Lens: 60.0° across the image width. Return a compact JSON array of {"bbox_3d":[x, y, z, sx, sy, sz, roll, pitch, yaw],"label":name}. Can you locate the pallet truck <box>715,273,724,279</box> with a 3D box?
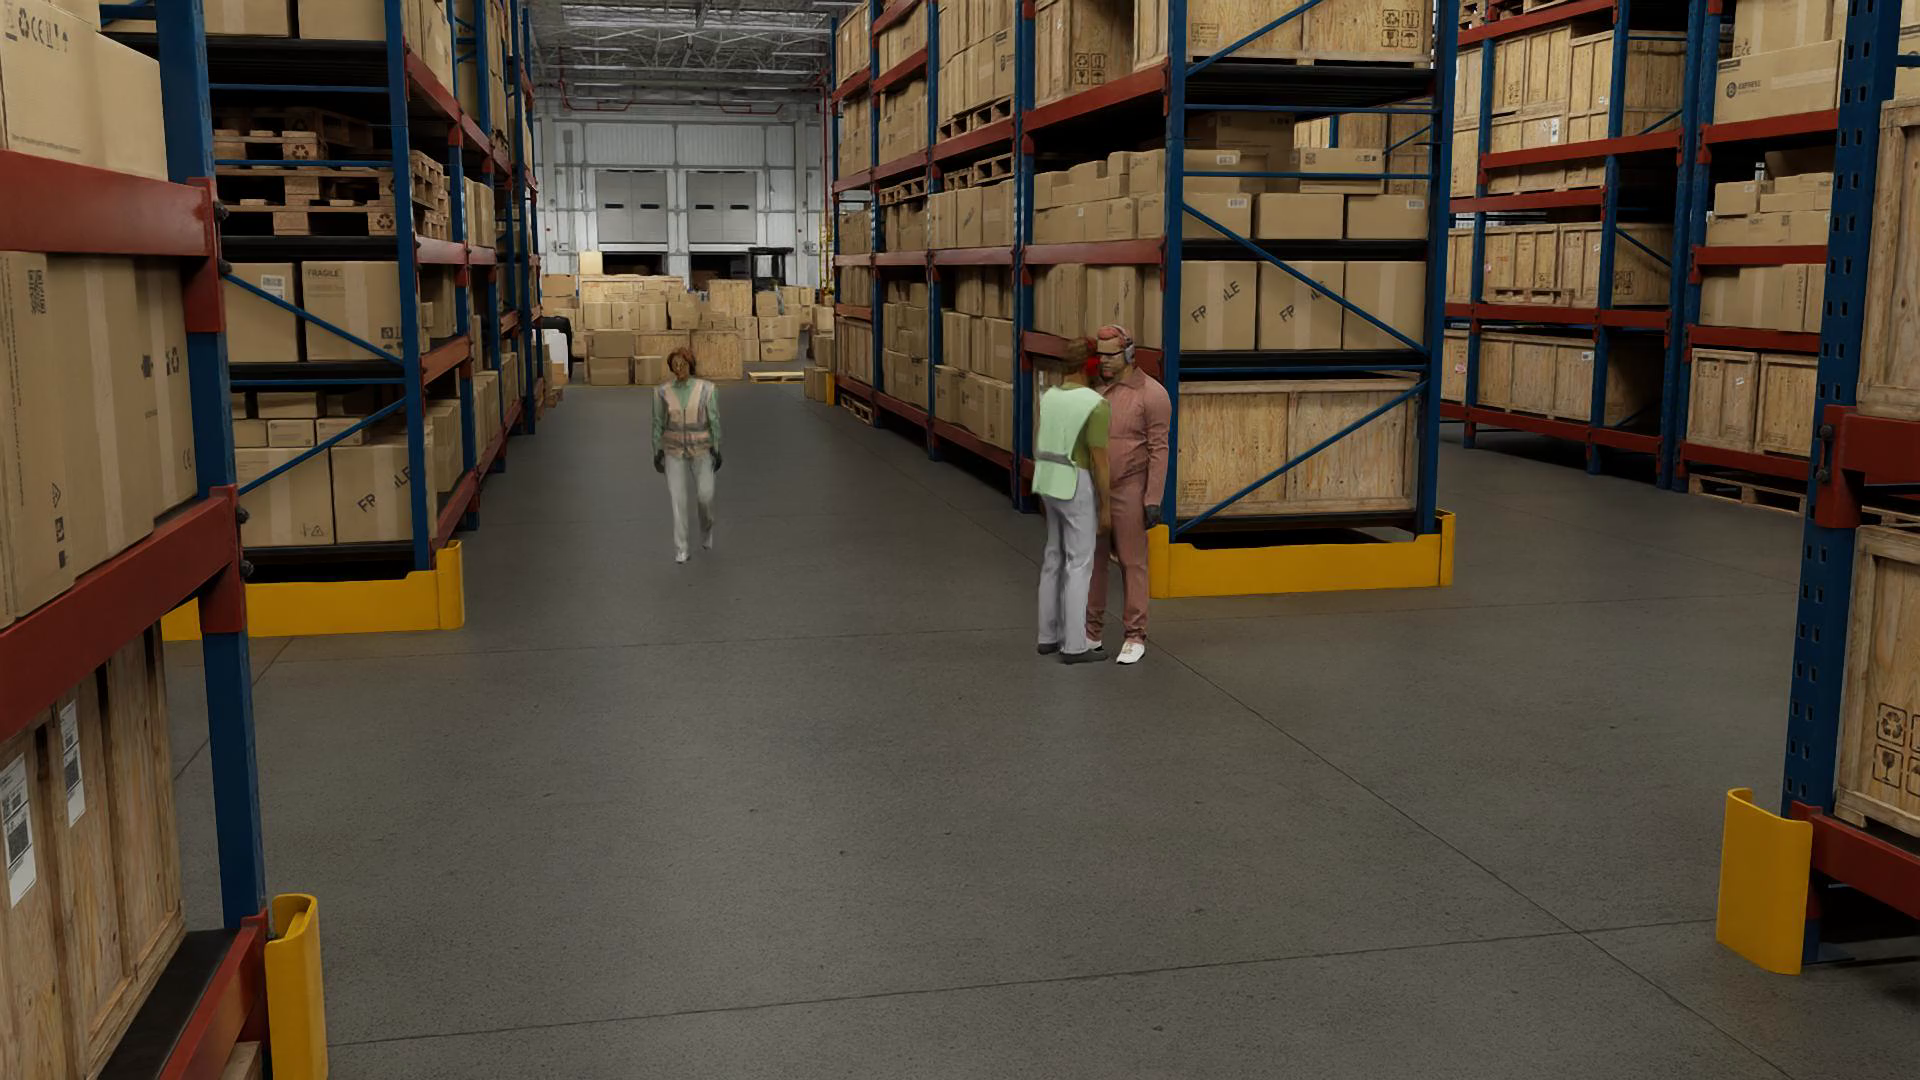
[{"bbox_3d":[-8.580,-8.986,62.280,1.885,1.965,0.823,1,9,5],"label":"pallet truck"}]

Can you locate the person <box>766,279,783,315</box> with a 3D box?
[{"bbox_3d":[-5.359,-6.452,47.227,1.009,1.890,0.626,8,12,41],"label":"person"}]

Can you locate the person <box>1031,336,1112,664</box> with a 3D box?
[{"bbox_3d":[0.636,-0.218,9.346,0.417,1.832,0.594,-6,11,-32],"label":"person"}]

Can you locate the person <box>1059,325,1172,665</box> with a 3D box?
[{"bbox_3d":[0.853,-0.256,9.369,0.638,1.903,0.408,7,12,36],"label":"person"}]

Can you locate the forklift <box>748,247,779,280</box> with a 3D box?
[{"bbox_3d":[-6.003,-7.579,51.020,1.129,2.768,1.873,-6,11,-31],"label":"forklift"}]

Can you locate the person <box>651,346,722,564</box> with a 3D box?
[{"bbox_3d":[-2.063,-0.650,12.571,0.537,1.625,0.467,0,9,-3],"label":"person"}]

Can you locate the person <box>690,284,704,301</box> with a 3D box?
[{"bbox_3d":[-9.766,-8.696,61.731,0.534,1.592,0.864,-1,9,-7],"label":"person"}]
